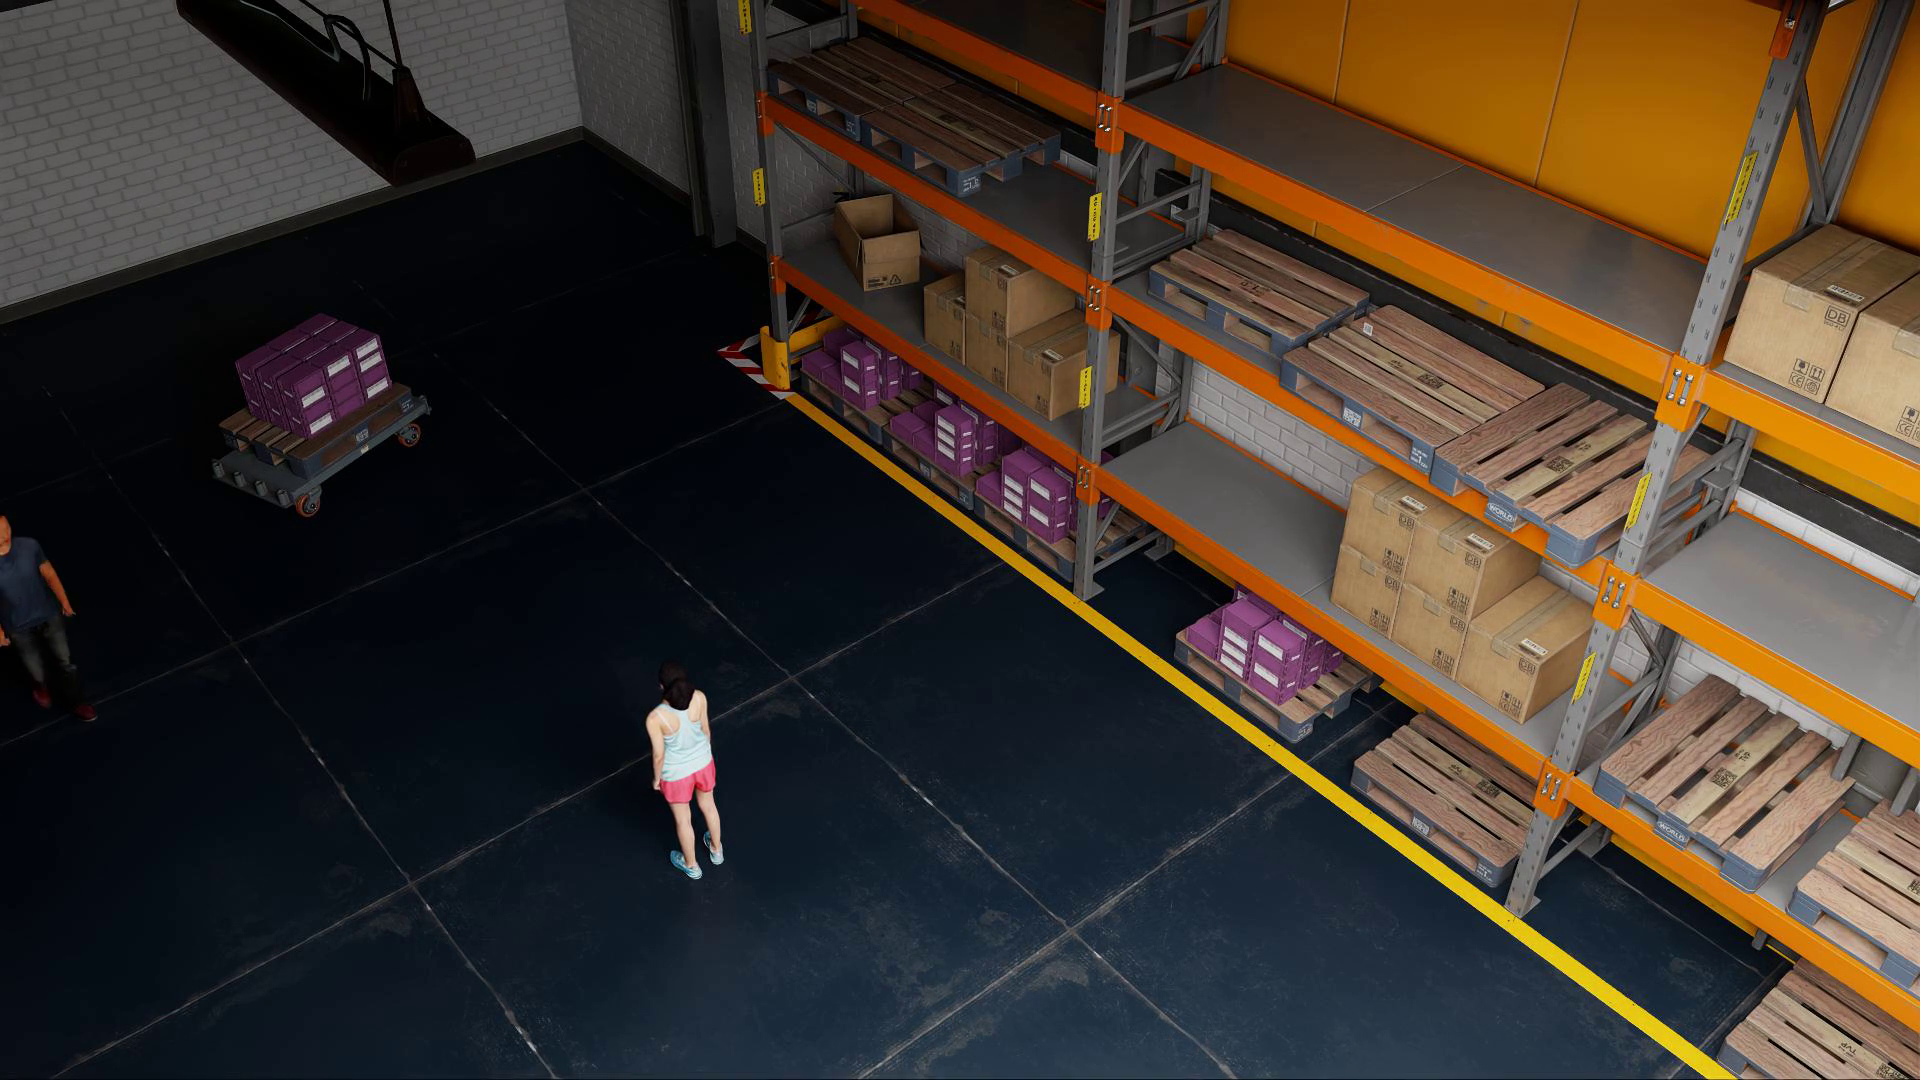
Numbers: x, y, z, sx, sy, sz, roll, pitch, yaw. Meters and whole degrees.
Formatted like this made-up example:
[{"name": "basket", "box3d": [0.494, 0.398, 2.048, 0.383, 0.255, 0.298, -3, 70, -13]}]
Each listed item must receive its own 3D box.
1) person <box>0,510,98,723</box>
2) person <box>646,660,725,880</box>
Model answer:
[{"name": "person", "box3d": [-6.413, 0.505, 11.398, 0.858, 1.801, 0.773, 26, 45, 28]}, {"name": "person", "box3d": [-1.699, 1.406, 10.299, 0.577, 1.765, 0.581, -26, 45, -29]}]
